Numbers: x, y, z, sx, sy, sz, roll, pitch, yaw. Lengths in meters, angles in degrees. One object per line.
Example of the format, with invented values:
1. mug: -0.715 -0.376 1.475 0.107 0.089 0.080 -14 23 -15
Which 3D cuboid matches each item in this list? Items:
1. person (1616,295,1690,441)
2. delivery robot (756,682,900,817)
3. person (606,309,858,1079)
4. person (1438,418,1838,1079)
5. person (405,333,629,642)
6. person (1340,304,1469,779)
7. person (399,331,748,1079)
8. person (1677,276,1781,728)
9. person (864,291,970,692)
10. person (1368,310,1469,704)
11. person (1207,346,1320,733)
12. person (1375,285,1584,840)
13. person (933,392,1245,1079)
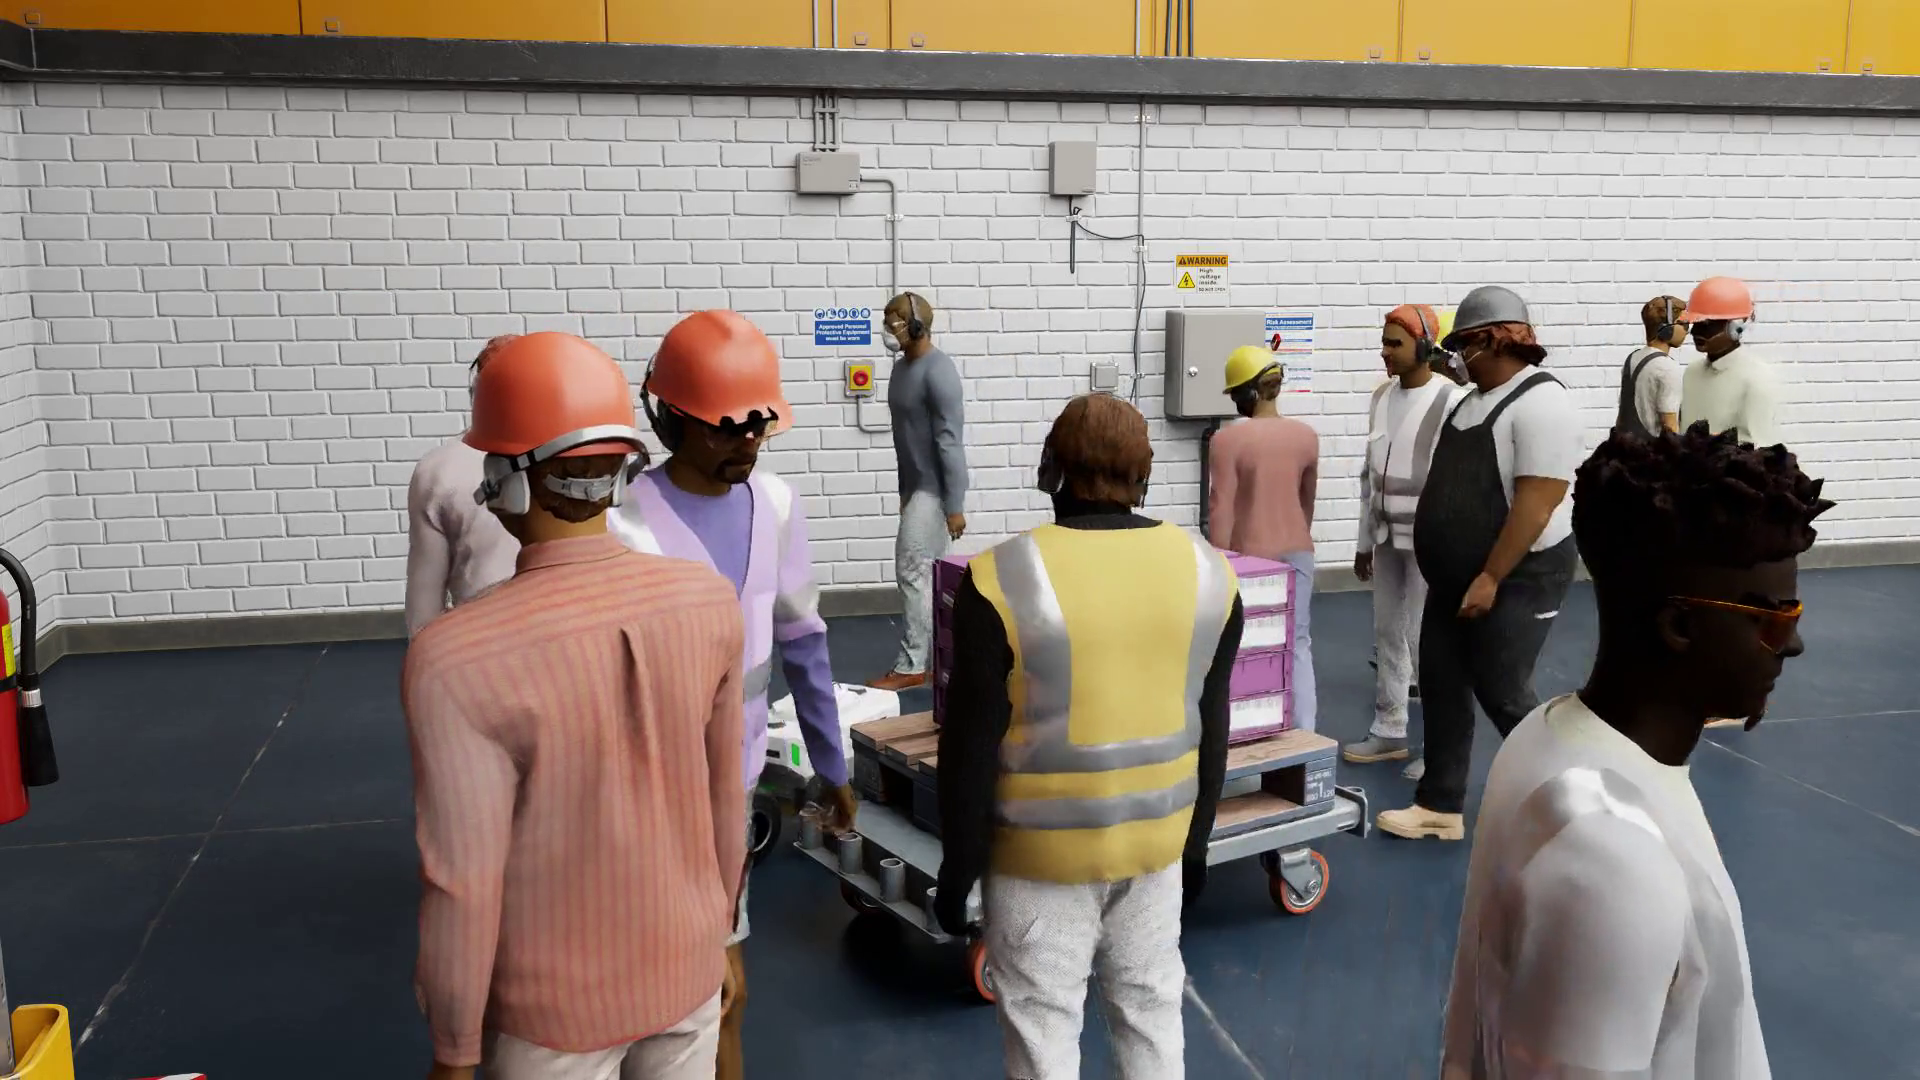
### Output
1. person: 3.641 -0.360 8.764 0.332 1.844 0.517 -1 10 -5
2. delivery robot: -0.524 0.715 6.125 0.477 0.478 0.707 6 12 30
3. person: -0.504 0.521 3.479 0.849 1.986 0.740 7 13 35
4. person: 0.655 0.819 1.963 0.690 1.944 0.600 3 11 17
5. person: -1.308 0.318 4.975 0.666 1.847 0.984 -5 12 -27
6. person: 1.800 0.014 6.620 0.367 1.882 0.628 -5 11 -24
7. person: -0.584 0.679 2.591 0.393 1.995 0.612 8 13 38
8. person: 3.249 -0.144 7.206 0.508 1.972 0.618 -3 11 -14
9. person: -0.063 -0.235 7.946 0.808 1.909 0.664 -3 11 -18
10. person: 2.175 -0.140 7.644 0.425 1.814 0.617 -3 11 -18
11. person: 1.226 0.066 6.796 0.534 1.697 0.904 -3 11 -17
12. person: 1.839 0.067 5.857 0.621 2.000 0.702 -2 11 -13
13. person: 0.249 0.623 3.394 0.653 1.829 0.430 -5 11 -24
